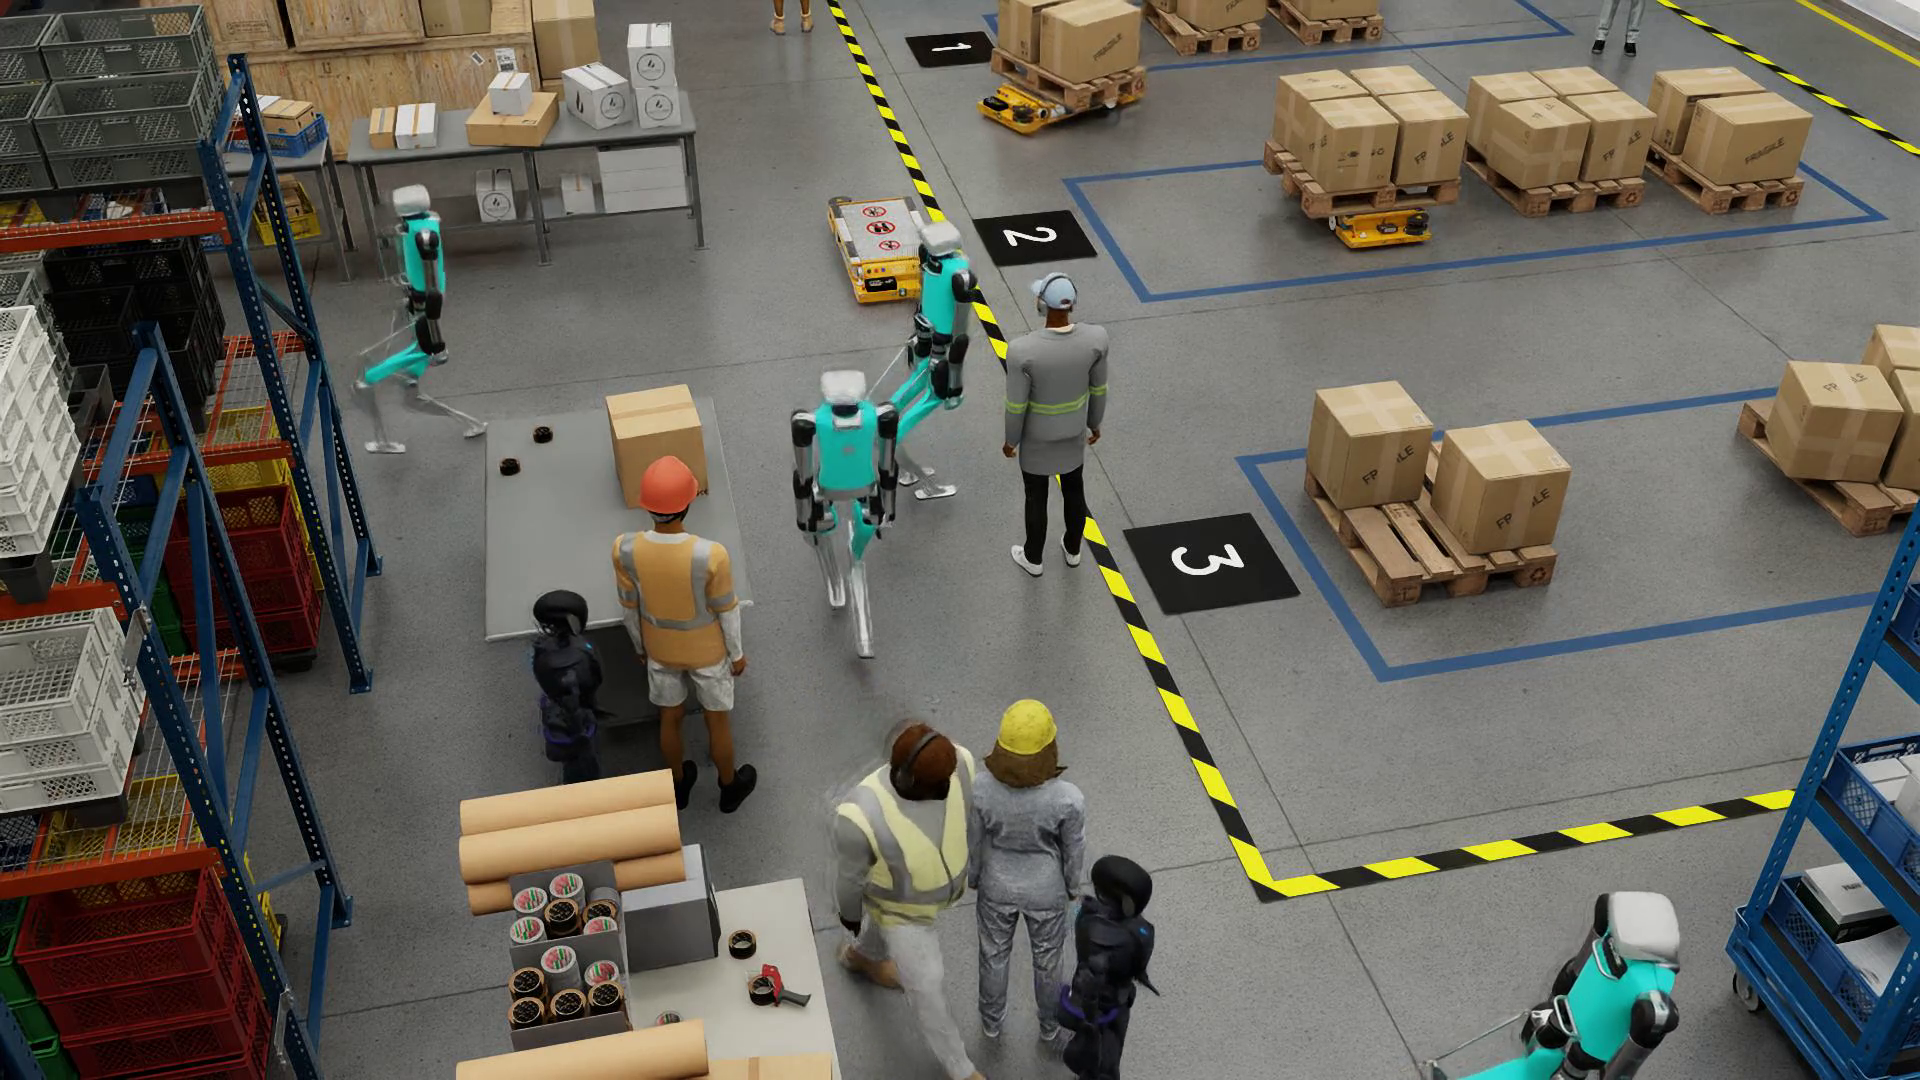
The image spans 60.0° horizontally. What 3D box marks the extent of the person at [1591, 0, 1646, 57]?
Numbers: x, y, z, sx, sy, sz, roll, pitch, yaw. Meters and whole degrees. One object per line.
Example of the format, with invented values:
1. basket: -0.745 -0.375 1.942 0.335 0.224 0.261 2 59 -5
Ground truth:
1. person: 6.360 -5.461 15.591 0.588 1.823 0.403 10 38 13

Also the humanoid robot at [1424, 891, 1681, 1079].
1. humanoid robot: 1.930 1.919 5.824 0.764 1.889 0.542 1 37 1

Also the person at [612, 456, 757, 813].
1. person: -1.238 0.457 7.541 0.542 1.939 0.360 6 37 8

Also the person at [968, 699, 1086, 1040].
1. person: 0.248 1.319 6.549 0.483 1.737 0.308 5 37 7

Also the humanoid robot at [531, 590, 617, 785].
1. humanoid robot: -1.632 0.859 7.219 0.328 1.650 0.596 -10 38 -13

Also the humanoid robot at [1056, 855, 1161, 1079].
1. humanoid robot: 0.542 1.719 6.065 0.314 1.652 0.610 13 39 17

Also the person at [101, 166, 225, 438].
1. person: -4.933 -1.475 10.228 0.504 1.837 0.336 25 43 30

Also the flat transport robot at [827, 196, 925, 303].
1. flat transport robot: -0.570 -2.220 12.538 0.659 0.231 1.431 -8 37 -10

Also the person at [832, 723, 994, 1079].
1. person: -0.182 1.344 6.490 0.633 1.787 0.999 -30 46 -34

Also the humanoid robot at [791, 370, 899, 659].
1. humanoid robot: -0.610 -0.231 8.637 0.530 1.718 1.043 -7 37 -9

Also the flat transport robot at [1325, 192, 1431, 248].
1. flat transport robot: 3.134 -2.740 13.213 0.652 0.197 1.431 -8 37 -10

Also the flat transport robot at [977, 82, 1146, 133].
1. flat transport robot: 0.919 -4.005 14.913 1.431 0.197 0.652 -24 43 -28

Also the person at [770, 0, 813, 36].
1. person: -1.686 -5.894 15.988 0.607 2.048 0.365 -8 37 -11

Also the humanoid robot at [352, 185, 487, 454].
1. humanoid robot: -3.416 -1.240 10.031 1.030 1.759 0.537 -16 40 -20

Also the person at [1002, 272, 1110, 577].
1. person: 0.502 -0.627 9.069 0.596 1.851 0.384 -12 38 -16

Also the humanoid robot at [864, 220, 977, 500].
1. humanoid robot: -0.290 -0.974 9.519 0.735 1.677 0.533 -17 40 -21
